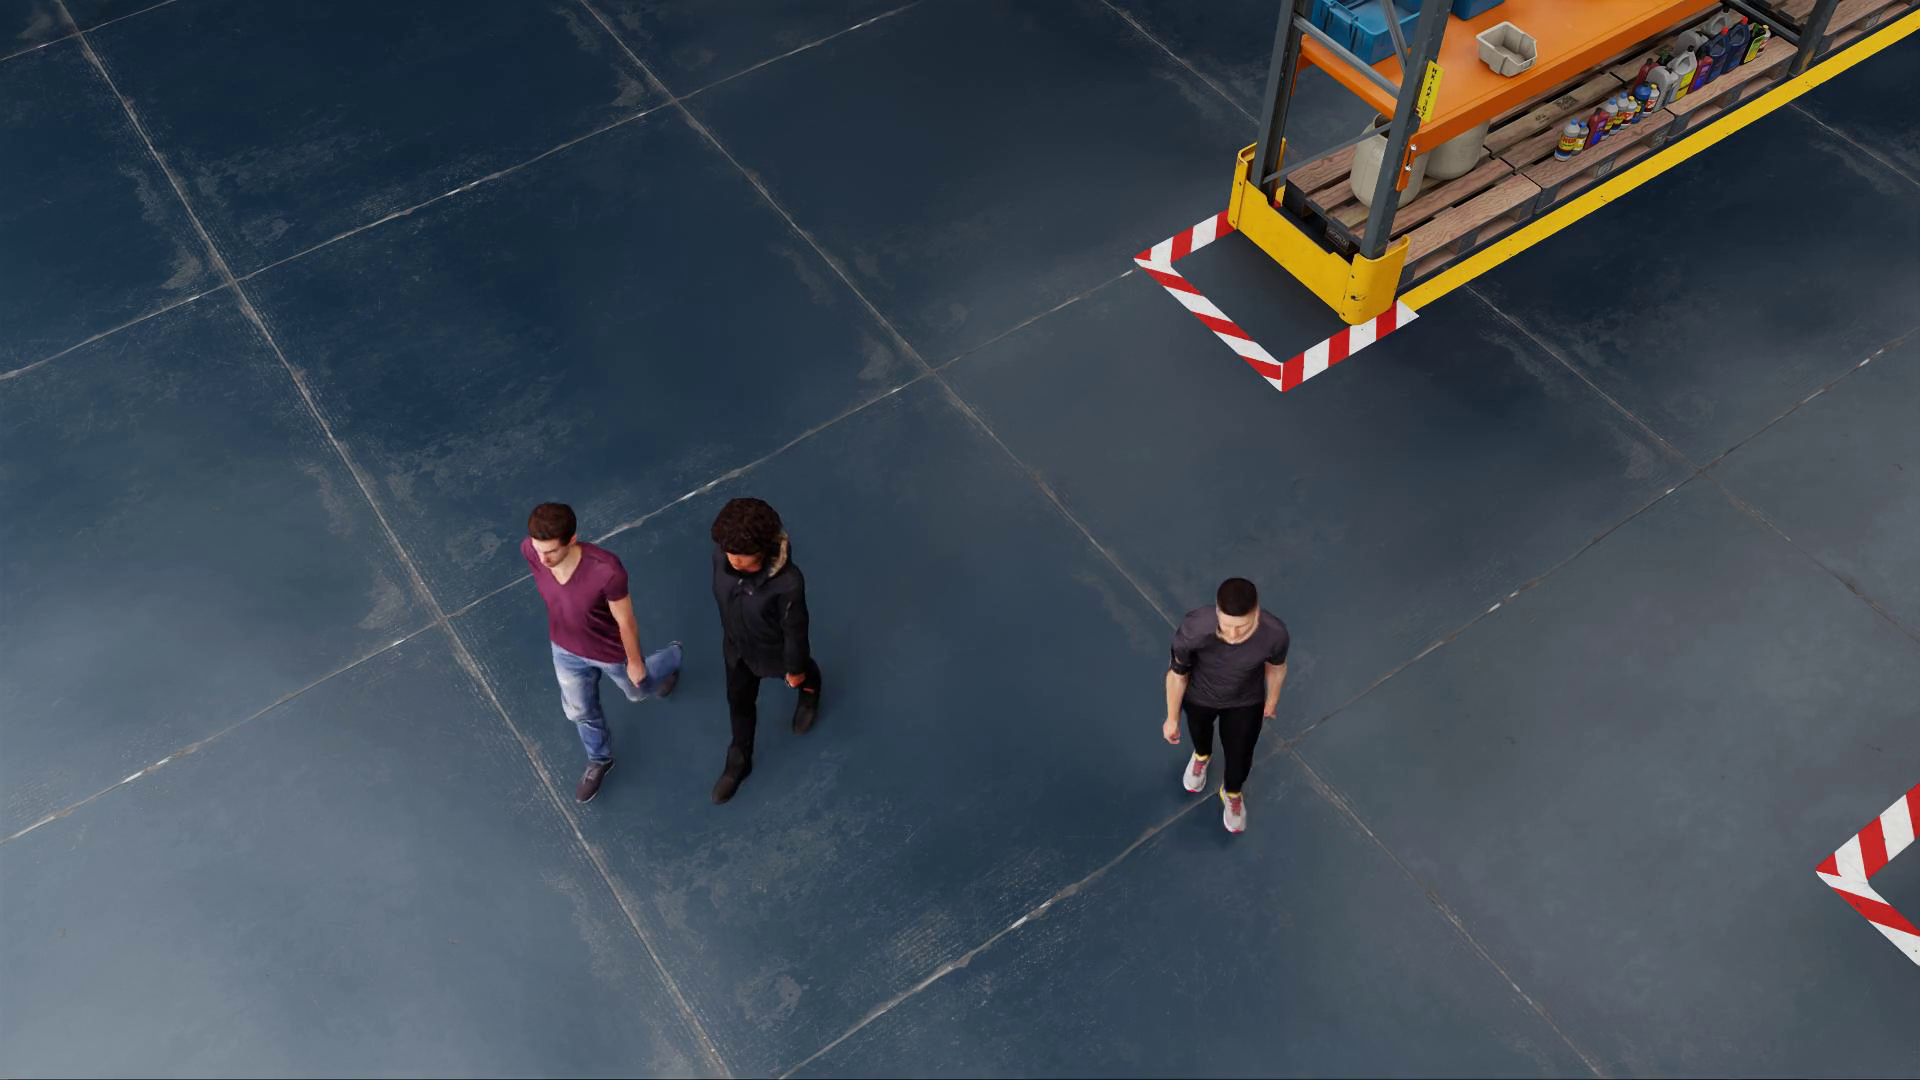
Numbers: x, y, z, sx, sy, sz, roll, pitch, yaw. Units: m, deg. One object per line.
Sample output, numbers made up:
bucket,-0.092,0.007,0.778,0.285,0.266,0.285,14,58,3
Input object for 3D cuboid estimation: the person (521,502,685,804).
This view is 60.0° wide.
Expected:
person,-1.553,0.357,7.299,1.063,1.822,1.213,15,54,11

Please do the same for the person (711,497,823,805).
person,-0.819,0.379,7.331,0.948,1.743,1.114,19,55,14

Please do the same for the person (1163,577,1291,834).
person,1.137,0.606,7.163,0.836,1.732,0.897,2,52,2
